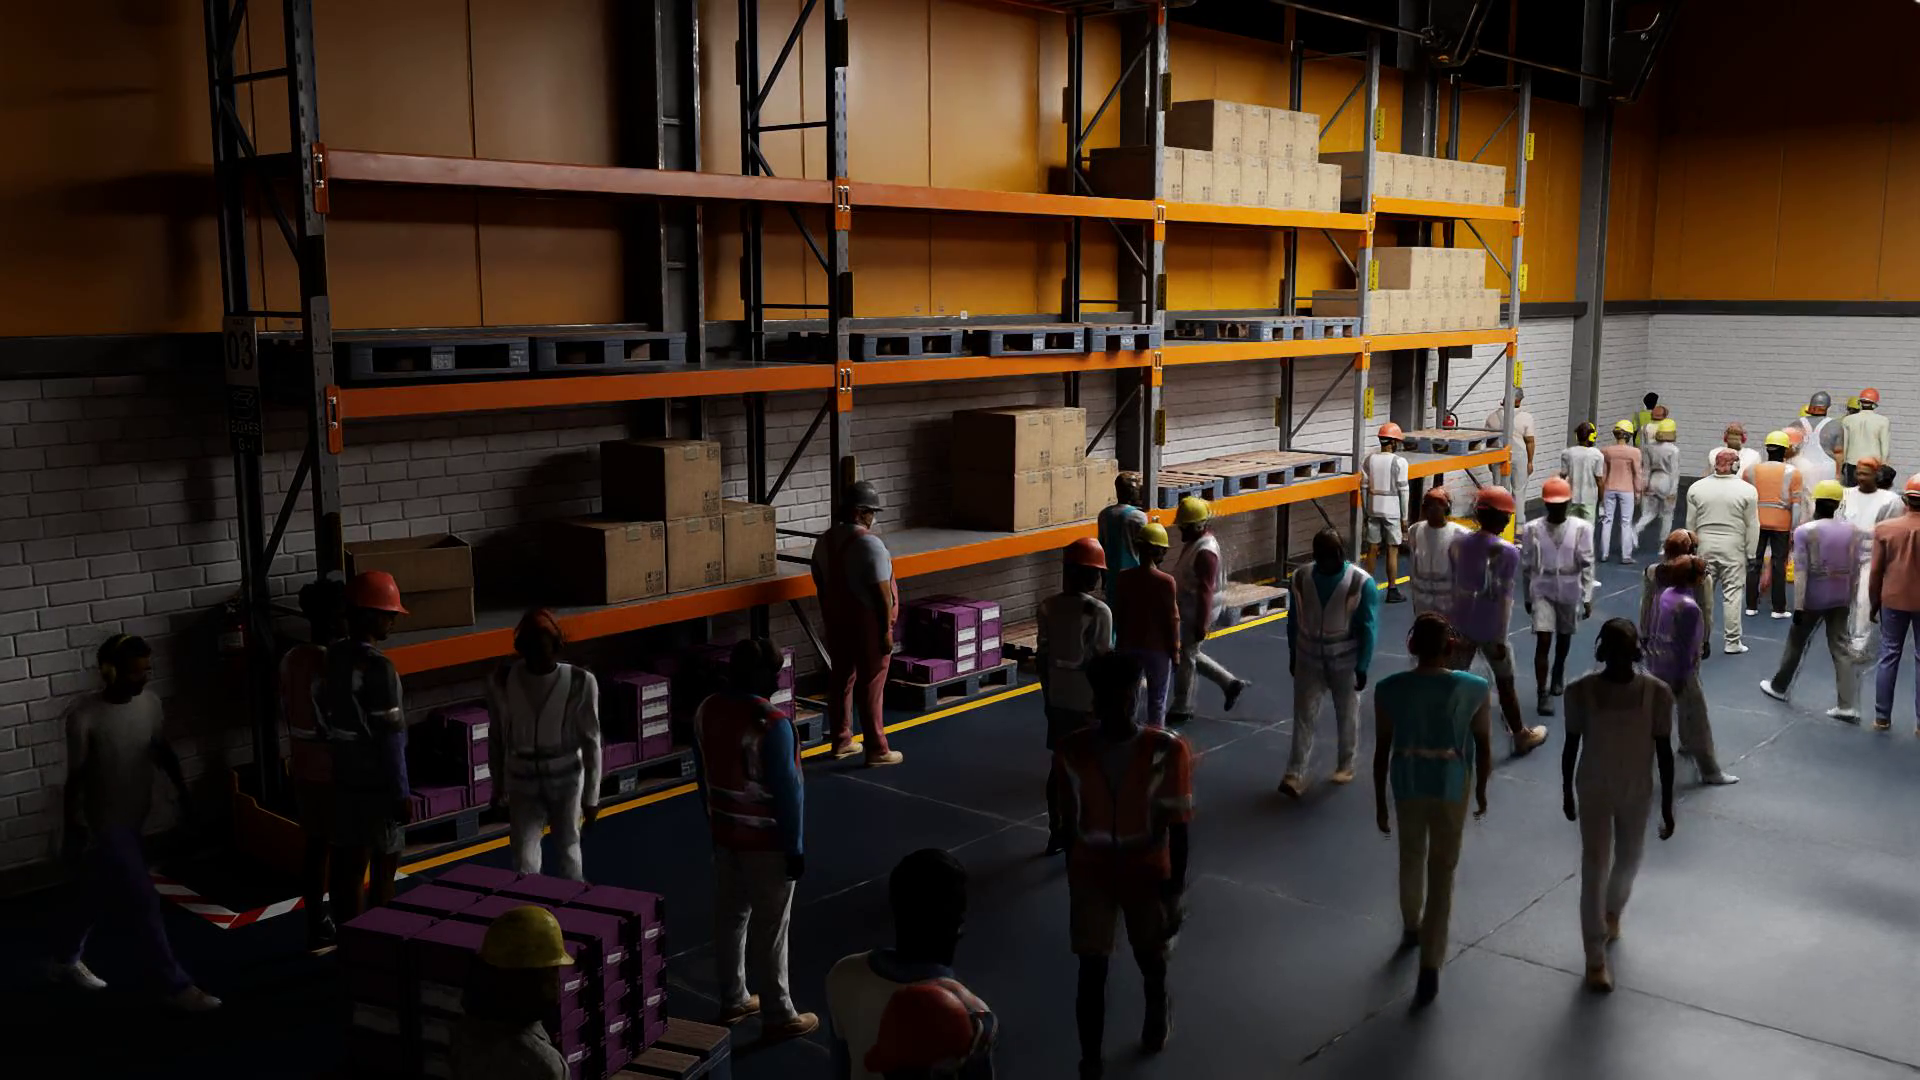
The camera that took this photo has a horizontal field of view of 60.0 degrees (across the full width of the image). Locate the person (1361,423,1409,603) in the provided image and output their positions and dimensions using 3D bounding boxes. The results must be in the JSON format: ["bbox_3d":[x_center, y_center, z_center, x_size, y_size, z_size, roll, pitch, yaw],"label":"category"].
[{"bbox_3d":[4.559,-0.288,17.801,0.542,1.927,0.374,8,12,41],"label":"person"}]

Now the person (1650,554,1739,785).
[{"bbox_3d":[4.871,0.877,11.348,0.847,1.599,0.523,0,9,0],"label":"person"}]

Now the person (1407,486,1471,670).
[{"bbox_3d":[3.825,0.476,13.230,0.592,1.836,1.027,7,11,37],"label":"person"}]

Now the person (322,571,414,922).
[{"bbox_3d":[-2.854,1.159,8.130,0.605,2.033,0.392,8,12,41],"label":"person"}]

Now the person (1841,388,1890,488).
[{"bbox_3d":[12.265,-1.061,22.560,0.611,1.996,0.378,8,12,41],"label":"person"}]

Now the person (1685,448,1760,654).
[{"bbox_3d":[7.048,0.102,15.377,0.639,1.902,0.406,8,12,41],"label":"person"}]

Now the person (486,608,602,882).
[{"bbox_3d":[-2.079,1.229,8.350,0.587,1.832,1.027,-1,9,-3],"label":"person"}]

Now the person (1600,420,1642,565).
[{"bbox_3d":[8.027,-0.580,20.231,0.524,1.760,0.328,8,12,41],"label":"person"}]

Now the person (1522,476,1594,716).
[{"bbox_3d":[4.793,0.409,13.425,0.538,1.905,0.947,2,9,14],"label":"person"}]

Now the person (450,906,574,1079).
[{"bbox_3d":[-1.192,1.855,4.597,0.484,1.735,0.311,8,12,41],"label":"person"}]

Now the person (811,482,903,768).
[{"bbox_3d":[-0.692,0.581,11.832,0.674,2.000,0.535,8,12,41],"label":"person"}]

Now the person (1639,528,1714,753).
[{"bbox_3d":[5.217,0.732,12.137,0.514,1.642,0.310,8,12,41],"label":"person"}]

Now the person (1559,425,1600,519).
[{"bbox_3d":[7.821,-0.637,20.934,0.541,1.651,0.859,3,9,21],"label":"person"}]

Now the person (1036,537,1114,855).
[{"bbox_3d":[0.715,0.942,9.866,0.542,1.927,0.374,8,12,41],"label":"person"}]

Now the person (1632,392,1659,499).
[{"bbox_3d":[10.836,-1.473,26.179,0.531,1.698,0.320,8,12,41],"label":"person"}]

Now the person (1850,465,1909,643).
[{"bbox_3d":[8.730,0.134,15.834,0.531,1.692,0.320,8,12,41],"label":"person"}]

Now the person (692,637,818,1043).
[{"bbox_3d":[-0.920,1.347,7.553,0.621,1.837,0.429,8,12,41],"label":"person"}]

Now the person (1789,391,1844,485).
[{"bbox_3d":[11.008,-0.900,21.384,0.674,2.000,0.535,8,12,41],"label":"person"}]

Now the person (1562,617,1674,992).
[{"bbox_3d":[3.260,1.245,8.315,0.517,1.814,0.873,2,9,13],"label":"person"}]

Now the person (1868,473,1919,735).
[{"bbox_3d":[7.229,0.481,12.617,0.611,1.996,0.378,8,12,41],"label":"person"}]

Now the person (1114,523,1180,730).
[{"bbox_3d":[1.315,0.761,11.585,0.524,1.760,0.328,8,12,41],"label":"person"}]

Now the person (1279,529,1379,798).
[{"bbox_3d":[2.446,0.818,11.097,0.649,1.783,0.983,5,10,27],"label":"person"}]

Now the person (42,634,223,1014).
[{"bbox_3d":[-3.980,1.317,7.858,1.009,1.814,0.537,2,9,14],"label":"person"}]

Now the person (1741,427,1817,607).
[{"bbox_3d":[8.610,-0.212,17.304,1.100,1.921,0.624,1,9,7],"label":"person"}]

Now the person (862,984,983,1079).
[{"bbox_3d":[-0.019,1.928,4.241,0.888,1.704,0.547,-3,9,-19],"label":"person"}]

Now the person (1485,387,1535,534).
[{"bbox_3d":[7.543,-1.108,22.722,0.674,2.000,0.535,8,12,41],"label":"person"}]

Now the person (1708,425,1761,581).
[{"bbox_3d":[9.003,-0.458,19.373,0.588,1.790,0.993,4,10,26],"label":"person"}]

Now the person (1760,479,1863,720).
[{"bbox_3d":[6.859,0.452,13.246,0.589,1.867,1.031,-1,9,-6],"label":"person"}]

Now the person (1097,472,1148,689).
[{"bbox_3d":[1.386,0.346,14.000,0.504,1.839,0.344,8,12,41],"label":"person"}]

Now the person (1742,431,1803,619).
[{"bbox_3d":[8.265,-0.151,16.953,0.585,1.917,0.382,8,12,41],"label":"person"}]

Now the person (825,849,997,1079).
[{"bbox_3d":[-0.118,1.778,4.524,0.587,1.913,0.391,8,12,41],"label":"person"}]

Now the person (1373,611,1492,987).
[{"bbox_3d":[2.332,1.260,8.266,0.566,1.807,0.978,3,9,19],"label":"person"}]

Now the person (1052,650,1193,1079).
[{"bbox_3d":[0.693,1.381,7.051,0.598,1.934,0.950,2,9,13],"label":"person"}]

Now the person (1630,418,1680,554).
[{"bbox_3d":[8.762,-0.663,20.863,0.589,1.727,0.493,-4,10,-26],"label":"person"}]

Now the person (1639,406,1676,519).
[{"bbox_3d":[10.115,-1.129,24.150,0.514,1.639,0.310,8,12,41],"label":"person"}]

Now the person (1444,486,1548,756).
[{"bbox_3d":[3.754,0.606,11.859,1.032,1.985,0.616,-6,10,-32],"label":"person"}]

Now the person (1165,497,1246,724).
[{"bbox_3d":[1.869,0.548,12.840,0.670,1.793,0.608,0,9,-2],"label":"person"}]

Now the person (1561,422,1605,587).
[{"bbox_3d":[6.991,-0.395,18.696,0.521,1.865,0.328,8,12,41],"label":"person"}]

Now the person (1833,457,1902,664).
[{"bbox_3d":[8.080,0.186,14.997,0.872,1.849,0.589,-8,12,-40],"label":"person"}]
